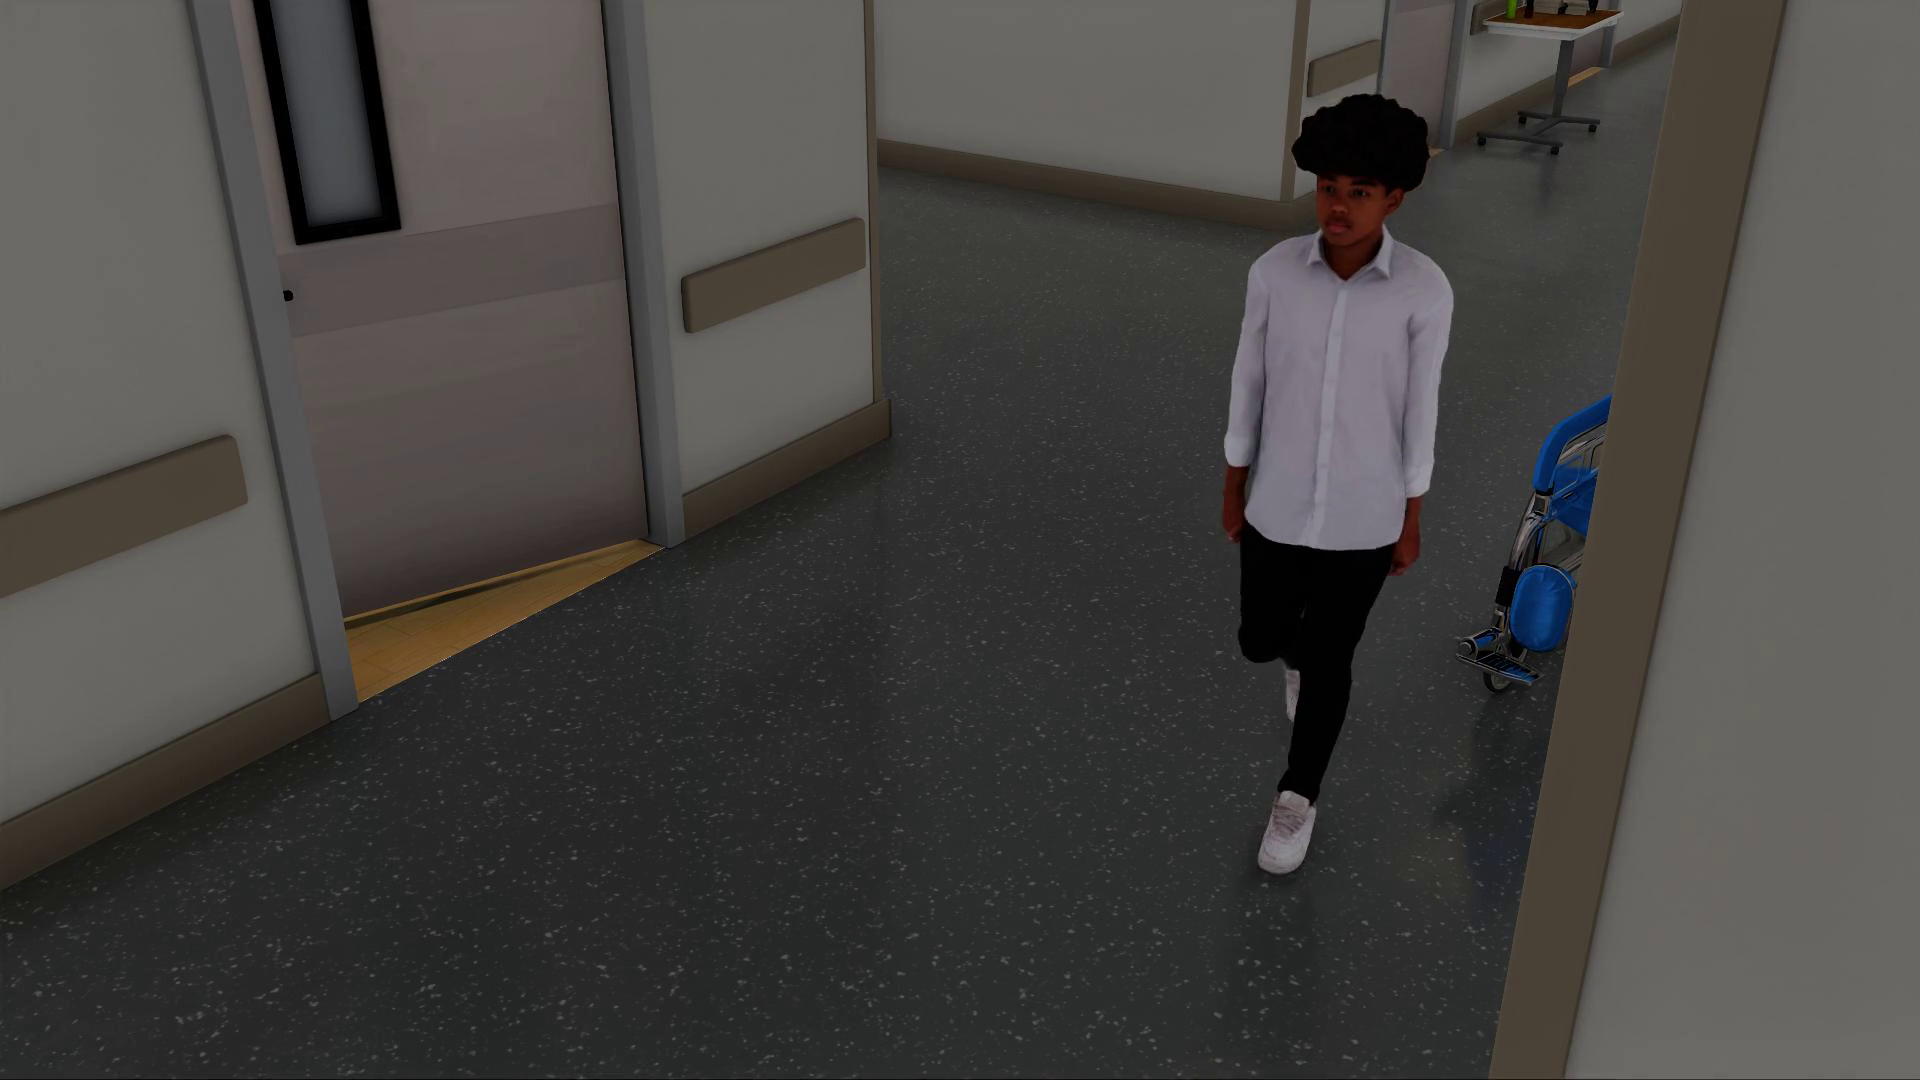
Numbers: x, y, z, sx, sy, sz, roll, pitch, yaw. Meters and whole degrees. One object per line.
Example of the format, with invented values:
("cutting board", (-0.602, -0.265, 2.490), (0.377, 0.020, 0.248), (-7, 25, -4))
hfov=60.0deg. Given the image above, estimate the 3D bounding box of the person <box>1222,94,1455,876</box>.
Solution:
("person", (0.873, -0.138, 3.909), (0.754, 1.791, 1.040), (11, 28, 21))
